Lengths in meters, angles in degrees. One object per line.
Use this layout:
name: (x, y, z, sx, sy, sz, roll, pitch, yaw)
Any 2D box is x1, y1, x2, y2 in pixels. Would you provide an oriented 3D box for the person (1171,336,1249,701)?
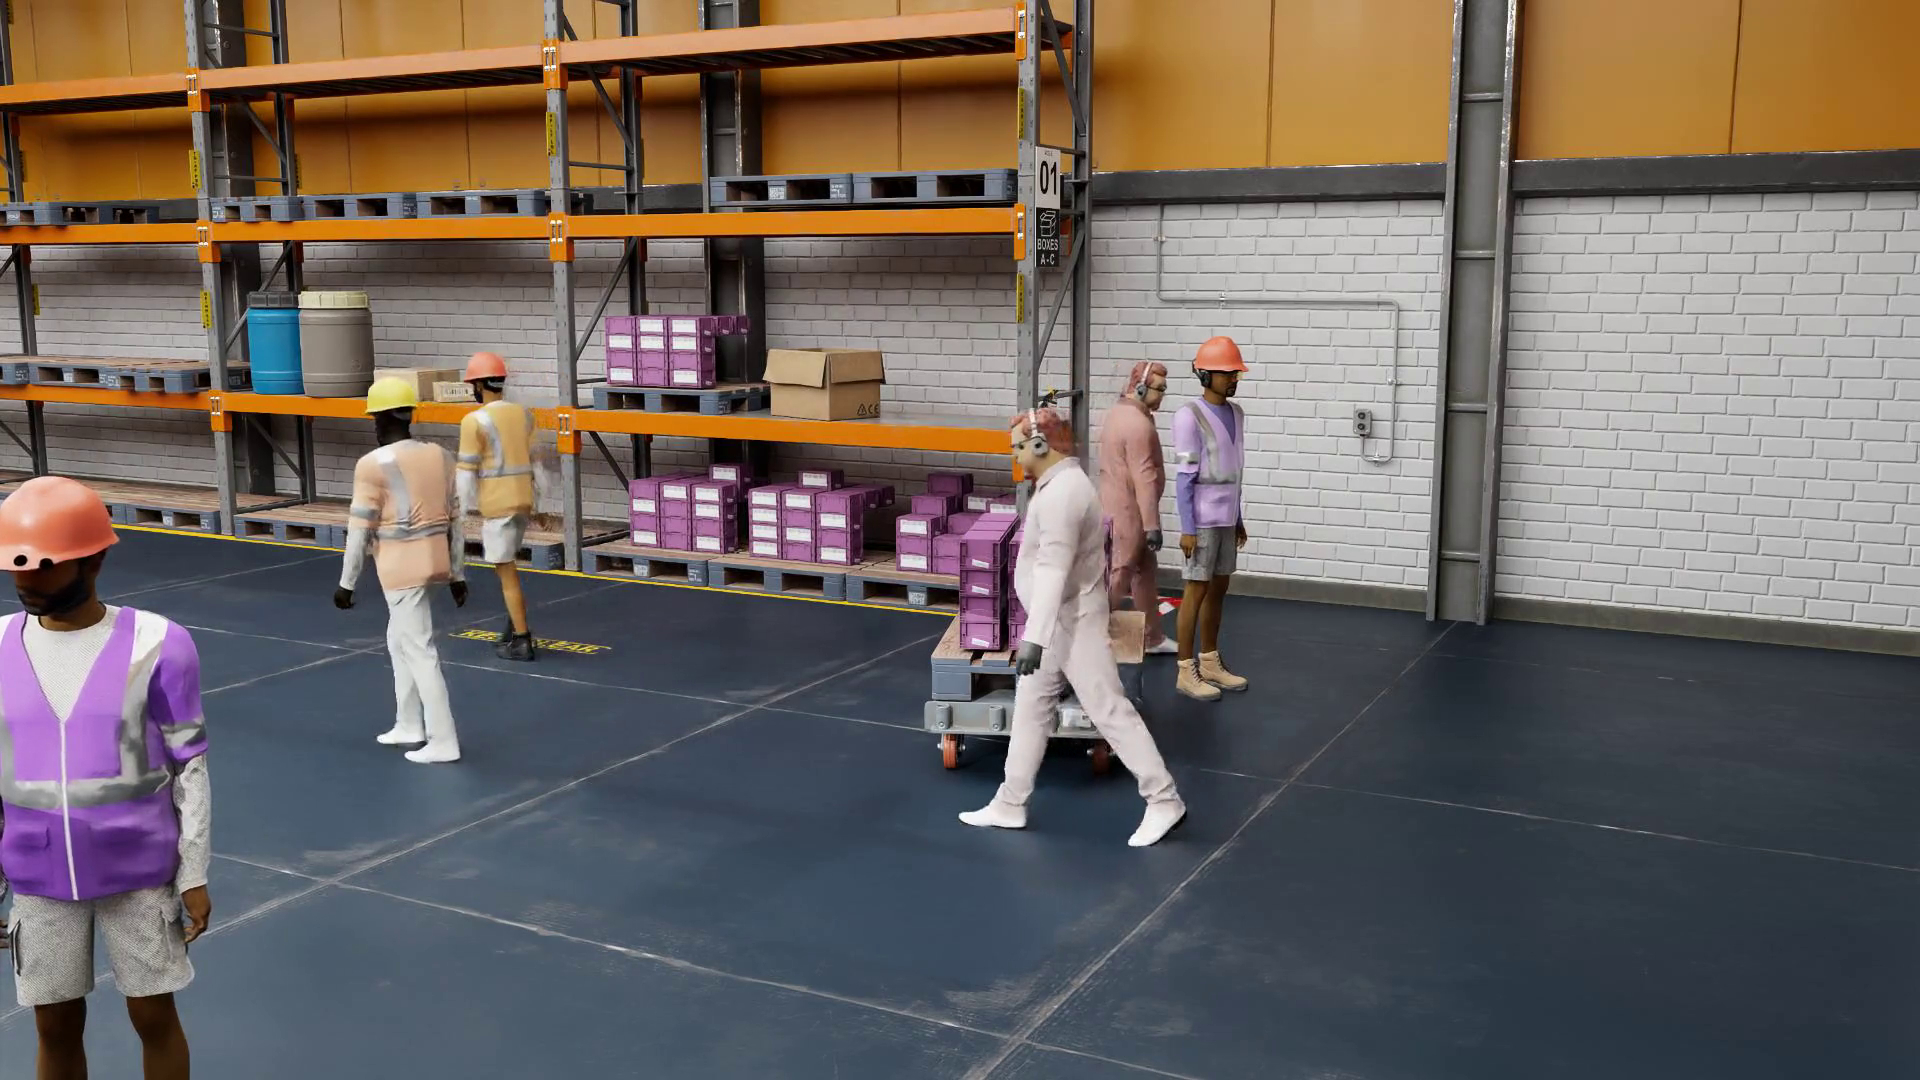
person: (1.444, -0.125, 9.407, 0.372, 2.043, 0.615, 7, 12, 39)

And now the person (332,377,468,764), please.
person: (-2.764, 0.158, 8.132, 0.737, 1.895, 0.586, 3, 10, 20)

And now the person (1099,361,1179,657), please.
person: (1.112, -0.155, 10.152, 0.825, 1.860, 0.725, -1, 9, -7)

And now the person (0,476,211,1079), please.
person: (-2.107, 0.802, 4.028, 0.549, 1.933, 0.373, -2, 9, -10)

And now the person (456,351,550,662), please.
person: (-2.877, -0.206, 10.308, 0.659, 1.908, 0.565, 5, 10, 27)

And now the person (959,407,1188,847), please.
person: (0.512, 0.368, 7.007, 0.973, 1.845, 0.771, 0, 9, 1)
